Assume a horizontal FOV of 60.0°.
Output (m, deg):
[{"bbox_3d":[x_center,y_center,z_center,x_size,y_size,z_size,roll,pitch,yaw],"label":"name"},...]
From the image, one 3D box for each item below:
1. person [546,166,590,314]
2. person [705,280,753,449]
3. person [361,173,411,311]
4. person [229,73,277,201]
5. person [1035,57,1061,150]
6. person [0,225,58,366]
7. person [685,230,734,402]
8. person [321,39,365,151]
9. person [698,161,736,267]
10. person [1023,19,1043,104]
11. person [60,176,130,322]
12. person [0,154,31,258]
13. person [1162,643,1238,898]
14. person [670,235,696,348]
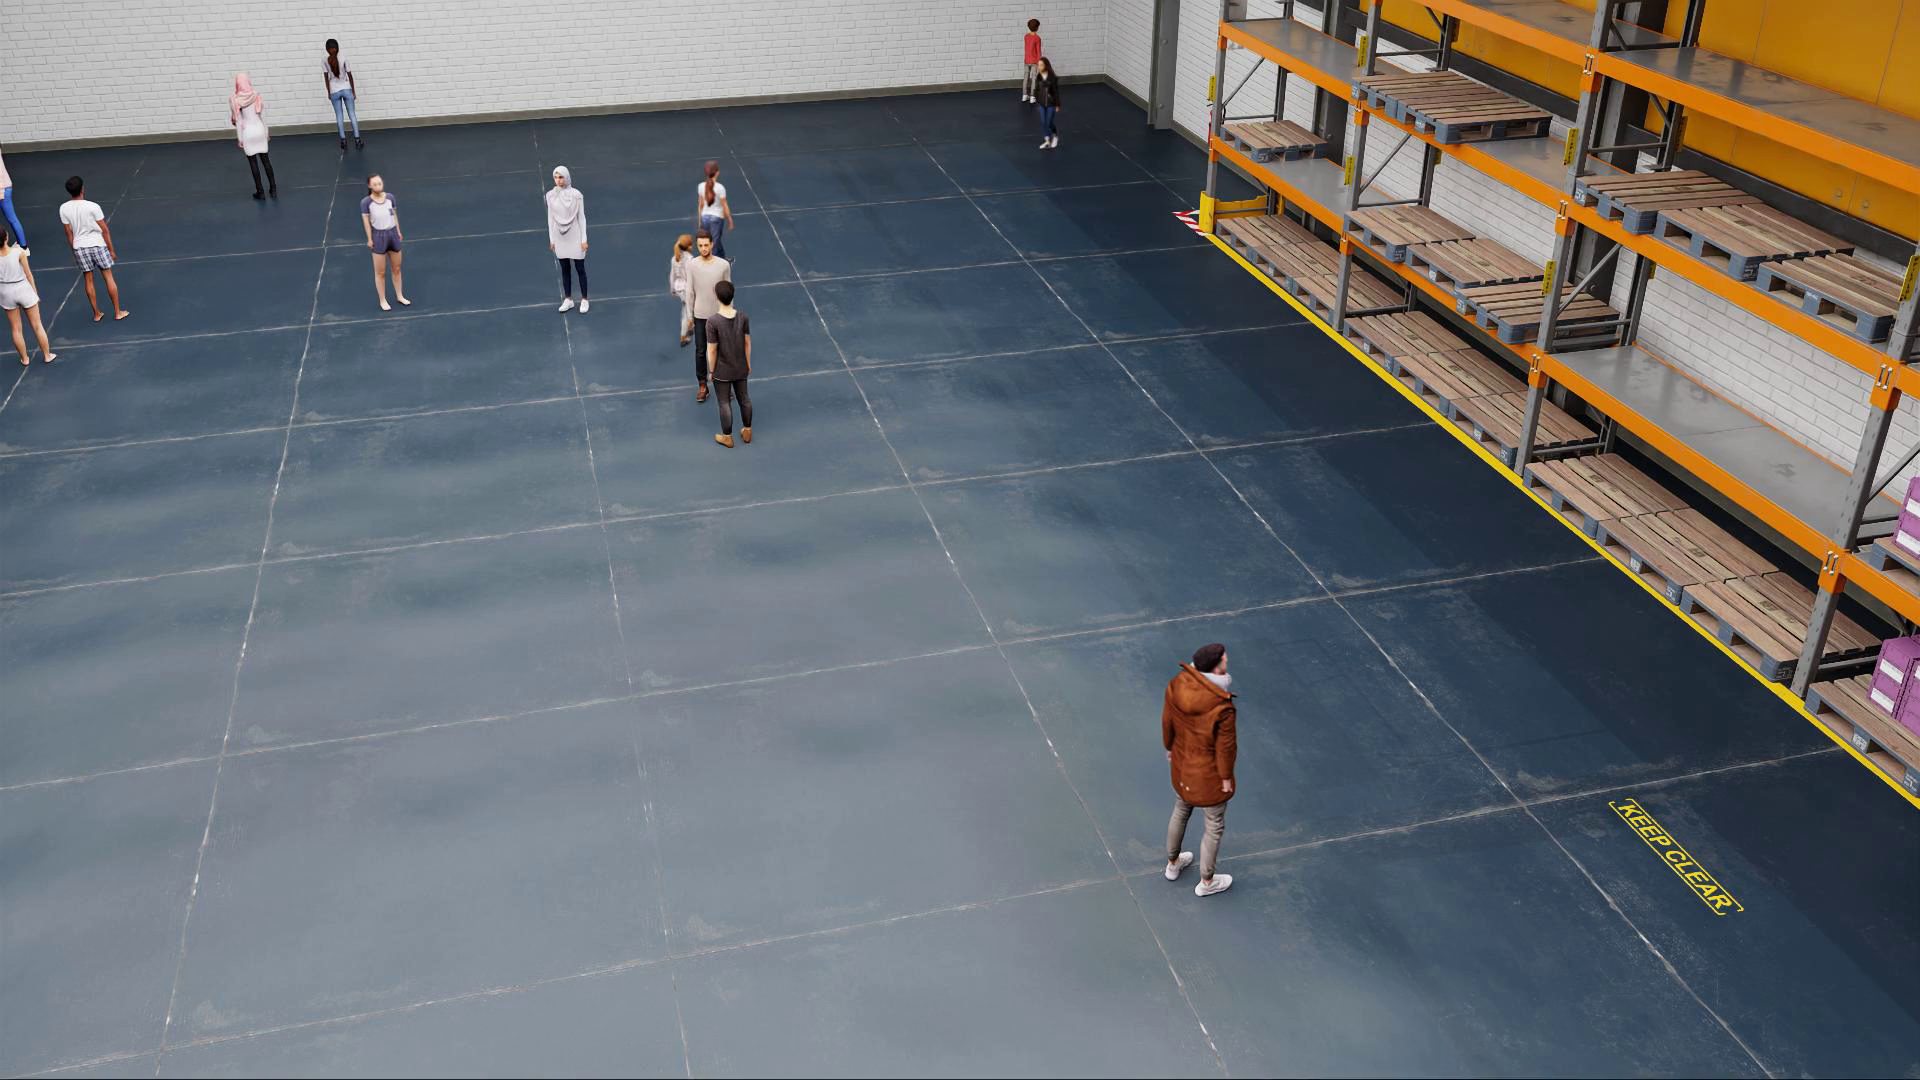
[{"bbox_3d":[-4.682,-3.606,19.940,0.685,1.775,0.668,3,29,6],"label":"person"},{"bbox_3d":[-2.299,-1.759,16.616,0.665,1.717,0.624,-14,32,-25],"label":"person"},{"bbox_3d":[-6.958,-3.620,20.096,0.670,1.650,0.668,25,37,38],"label":"person"},{"bbox_3d":[-10.195,-5.829,23.985,0.760,1.804,0.739,25,37,38],"label":"person"},{"bbox_3d":[1.433,-6.926,26.355,0.730,1.460,0.791,20,34,32],"label":"person"},{"bbox_3d":[-10.494,-2.728,18.508,0.576,1.604,0.571,-10,30,-17],"label":"person"},{"bbox_3d":[-2.636,-2.385,17.606,0.670,1.866,0.567,-5,29,-9],"label":"person"},{"bbox_3d":[-9.807,-7.078,26.363,0.579,1.719,0.520,-8,30,-14],"label":"person"},{"bbox_3d":[-3.118,-3.933,20.807,0.978,1.519,1.079,13,31,22],"label":"person"},{"bbox_3d":[1.251,-8.389,29.083,0.559,1.415,0.640,21,35,33],"label":"person"},{"bbox_3d":[-10.288,-3.445,19.687,0.652,1.735,0.565,-4,29,-7],"label":"person"},{"bbox_3d":[-12.518,-4.577,21.728,0.771,1.768,0.593,-17,33,-28],"label":"person"},{"bbox_3d":[1.538,1.449,10.609,0.900,1.837,0.808,-24,37,-37],"label":"person"},{"bbox_3d":[-3.168,-2.833,19.032,0.754,1.288,0.828,12,31,20],"label":"person"}]
